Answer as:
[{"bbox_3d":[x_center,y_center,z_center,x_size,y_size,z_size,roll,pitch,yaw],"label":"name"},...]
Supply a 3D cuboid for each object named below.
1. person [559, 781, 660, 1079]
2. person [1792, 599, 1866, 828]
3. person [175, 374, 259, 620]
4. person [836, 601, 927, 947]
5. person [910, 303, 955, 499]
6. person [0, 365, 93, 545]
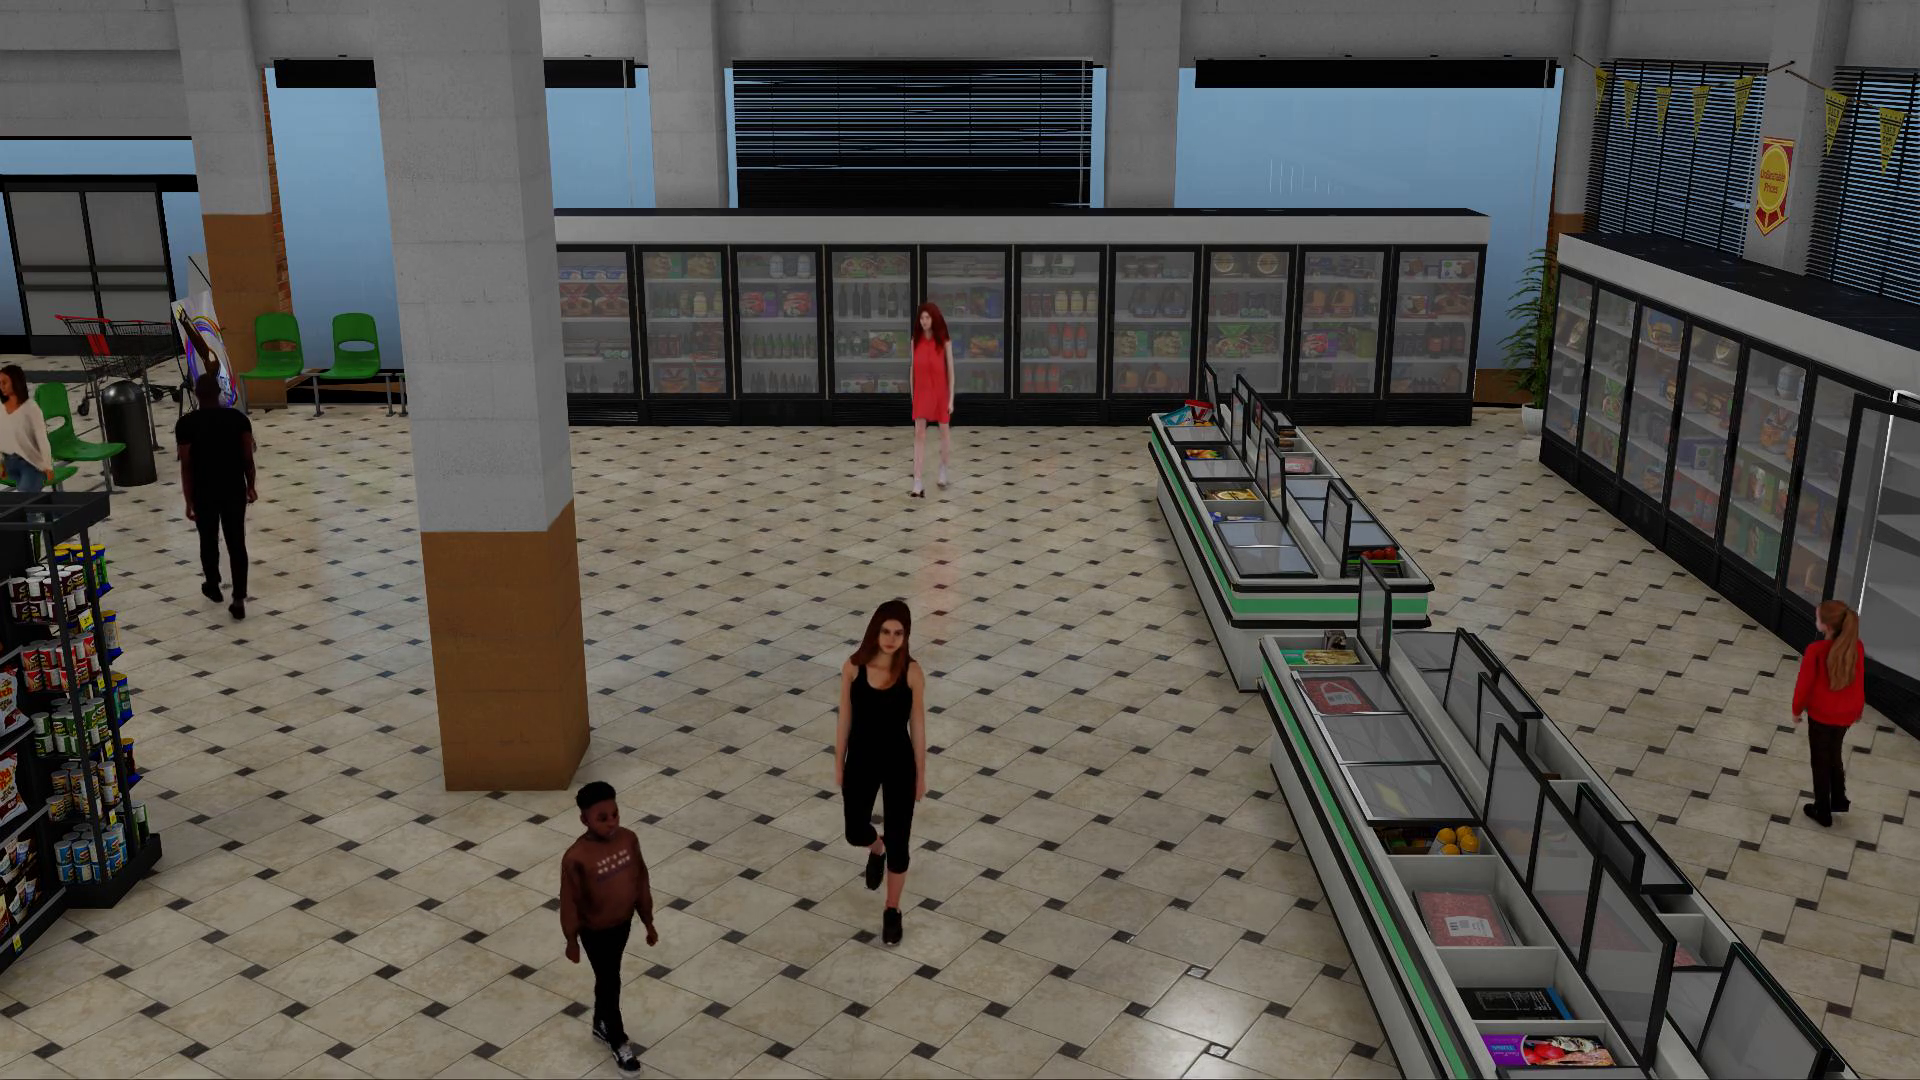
[{"bbox_3d":[-1.518,1.573,6.973,0.777,1.243,0.719,15,22,40],"label":"person"},{"bbox_3d":[4.722,0.956,8.964,0.512,1.267,0.506,0,17,0],"label":"person"},{"bbox_3d":[-5.392,-0.292,12.168,1.009,1.794,1.129,-11,20,-33],"label":"person"},{"bbox_3d":[-0.355,1.057,7.880,0.661,1.705,0.847,4,17,12],"label":"person"},{"bbox_3d":[-0.221,-1.300,15.518,0.799,1.777,1.180,4,17,13],"label":"person"},{"bbox_3d":[-7.439,-0.594,13.422,0.918,1.644,1.146,8,19,26],"label":"person"}]
